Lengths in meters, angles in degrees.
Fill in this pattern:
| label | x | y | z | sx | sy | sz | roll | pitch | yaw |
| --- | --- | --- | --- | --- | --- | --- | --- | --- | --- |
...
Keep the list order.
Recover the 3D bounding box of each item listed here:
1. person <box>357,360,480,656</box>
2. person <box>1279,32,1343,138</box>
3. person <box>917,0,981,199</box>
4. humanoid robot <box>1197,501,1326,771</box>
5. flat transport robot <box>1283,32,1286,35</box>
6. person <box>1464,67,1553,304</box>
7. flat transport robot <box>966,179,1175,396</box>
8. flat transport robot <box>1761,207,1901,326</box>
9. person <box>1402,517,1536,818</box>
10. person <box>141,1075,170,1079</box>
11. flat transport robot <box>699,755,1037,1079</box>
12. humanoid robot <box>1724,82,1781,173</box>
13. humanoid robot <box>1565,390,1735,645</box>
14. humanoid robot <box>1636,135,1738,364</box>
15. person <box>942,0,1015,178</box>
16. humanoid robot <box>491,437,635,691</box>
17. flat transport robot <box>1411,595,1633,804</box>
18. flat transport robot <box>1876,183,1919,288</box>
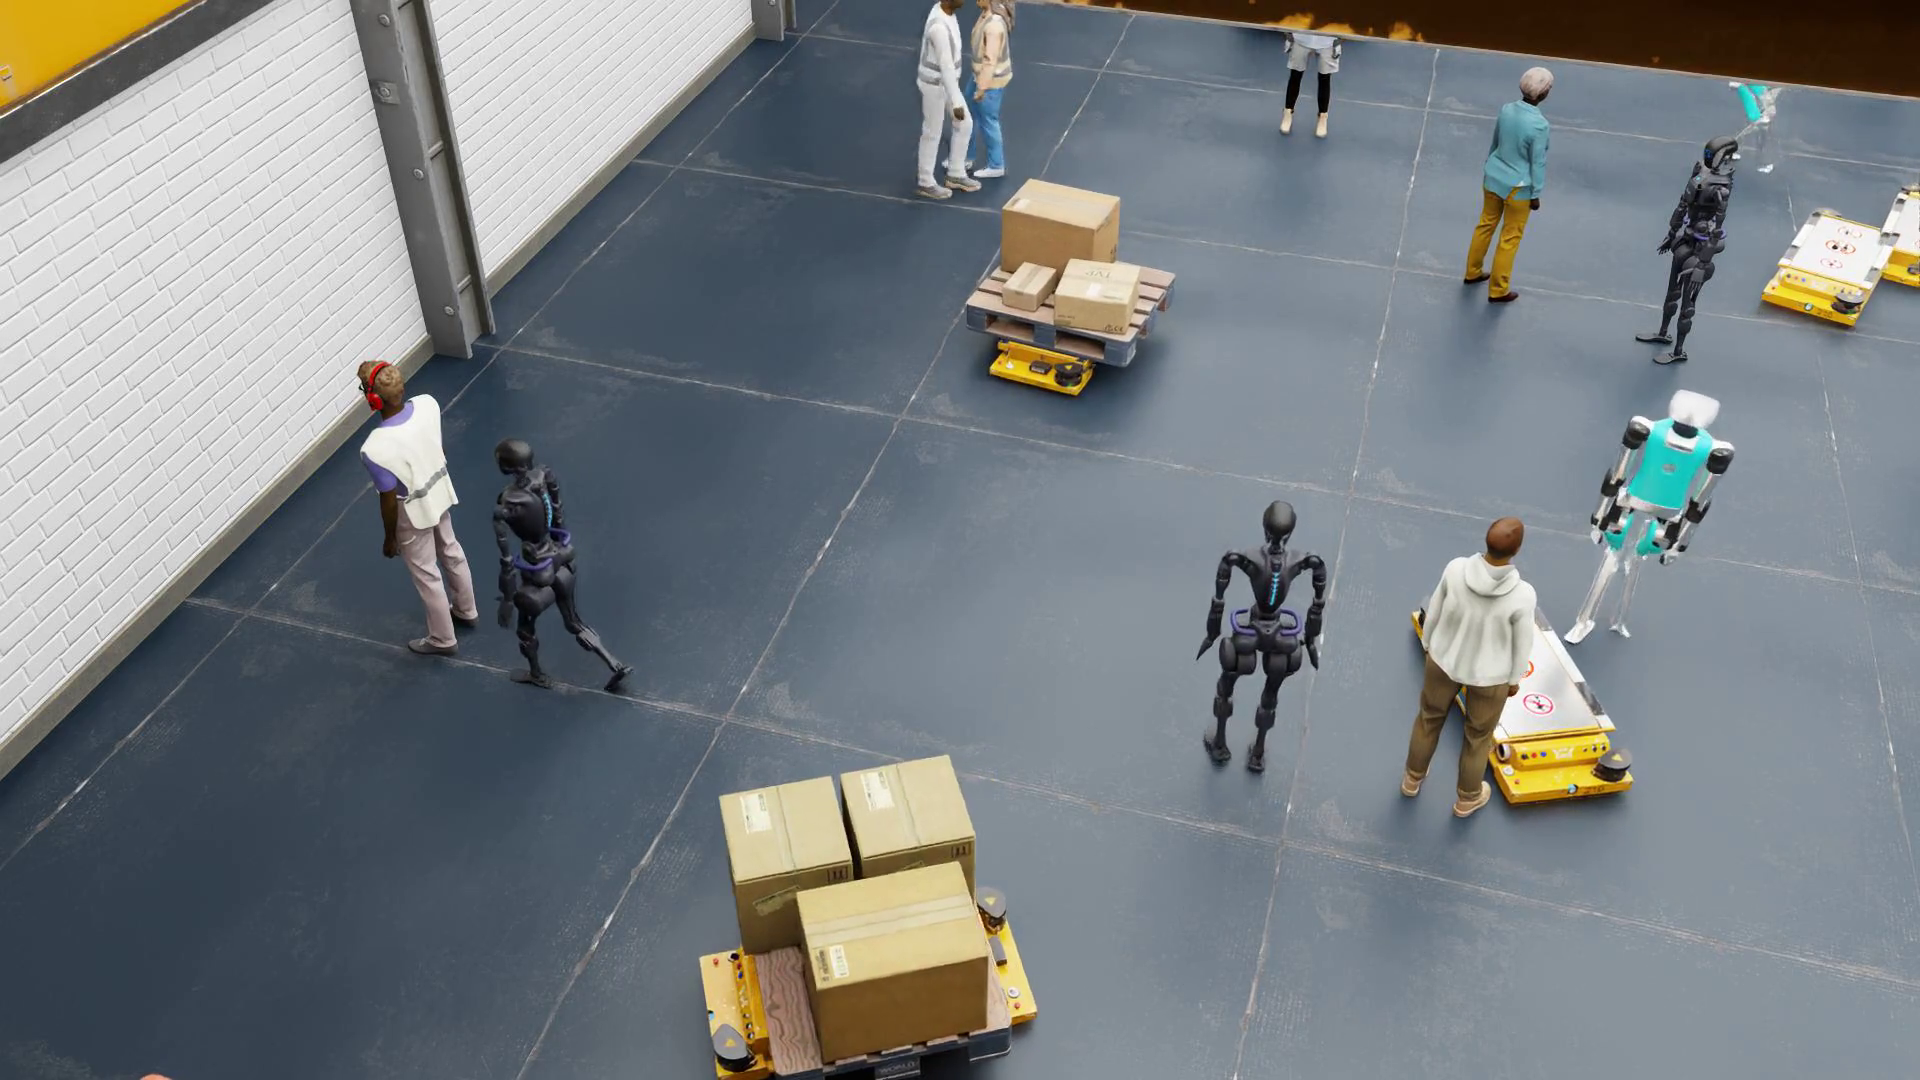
| label | x | y | z | sx | sy | sz | roll | pitch | yaw |
| --- | --- | --- | --- | --- | --- | --- | --- | --- | --- |
| person | -2.904 | -0.156 | 8.940 | 0.390 | 1.845 | 0.563 | 12 | 40 | 14 |
| person | 3.018 | -4.256 | 14.166 | 0.533 | 1.689 | 0.322 | 11 | 40 | 14 |
| person | -0.066 | -3.558 | 13.157 | 0.651 | 1.863 | 0.613 | 8 | 39 | 9 |
| humanoid robot | 1.499 | 0.495 | 8.261 | 0.608 | 1.651 | 0.309 | 1 | 39 | 1 |
| flat transport robot | 3.406 | -5.410 | 16.734 | 0.659 | 0.231 | 1.431 | -7 | 39 | -8 |
| person | 3.987 | -2.559 | 12.012 | 0.343 | 1.750 | 0.531 | -18 | 42 | -21 |
| flat transport robot | 0.797 | -1.524 | 11.900 | 0.659 | 0.231 | 1.431 | 16 | 42 | 19 |
| flat transport robot | 6.624 | -2.087 | 12.600 | 0.659 | 0.231 | 1.431 | 24 | 45 | 27 |
| person | 2.450 | 0.627 | 8.029 | 0.518 | 1.766 | 0.376 | 25 | 45 | 27 |
| person | -2.475 | 2.449 | 5.632 | 0.542 | 1.933 | 0.360 | 1 | 39 | 2 |
| flat transport robot | -0.425 | 1.999 | 7.518 | 1.431 | 0.231 | 0.659 | -9 | 40 | -11 |
| humanoid robot | 6.616 | -3.829 | 13.681 | 0.818 | 1.880 | 0.556 | 16 | 42 | 19 |
| humanoid robot | 3.735 | -0.148 | 9.027 | 0.576 | 1.776 | 0.726 | 16 | 41 | 19 |
| humanoid robot | 4.994 | -1.984 | 11.337 | 0.315 | 1.656 | 0.599 | -1 | 39 | -2 |
| person | 0.116 | -3.752 | 13.519 | 0.646 | 1.700 | 0.540 | -3 | 39 | -4 |
| humanoid robot | -2.141 | 0.173 | 8.687 | 0.684 | 1.632 | 0.605 | 13 | 41 | 16 |
| flat transport robot | 3.013 | 0.812 | 8.994 | 0.659 | 0.231 | 1.431 | -5 | 39 | -7 |
| flat transport robot | 7.526 | -2.341 | 12.917 | 0.659 | 0.231 | 1.431 | 22 | 44 | 25 |
